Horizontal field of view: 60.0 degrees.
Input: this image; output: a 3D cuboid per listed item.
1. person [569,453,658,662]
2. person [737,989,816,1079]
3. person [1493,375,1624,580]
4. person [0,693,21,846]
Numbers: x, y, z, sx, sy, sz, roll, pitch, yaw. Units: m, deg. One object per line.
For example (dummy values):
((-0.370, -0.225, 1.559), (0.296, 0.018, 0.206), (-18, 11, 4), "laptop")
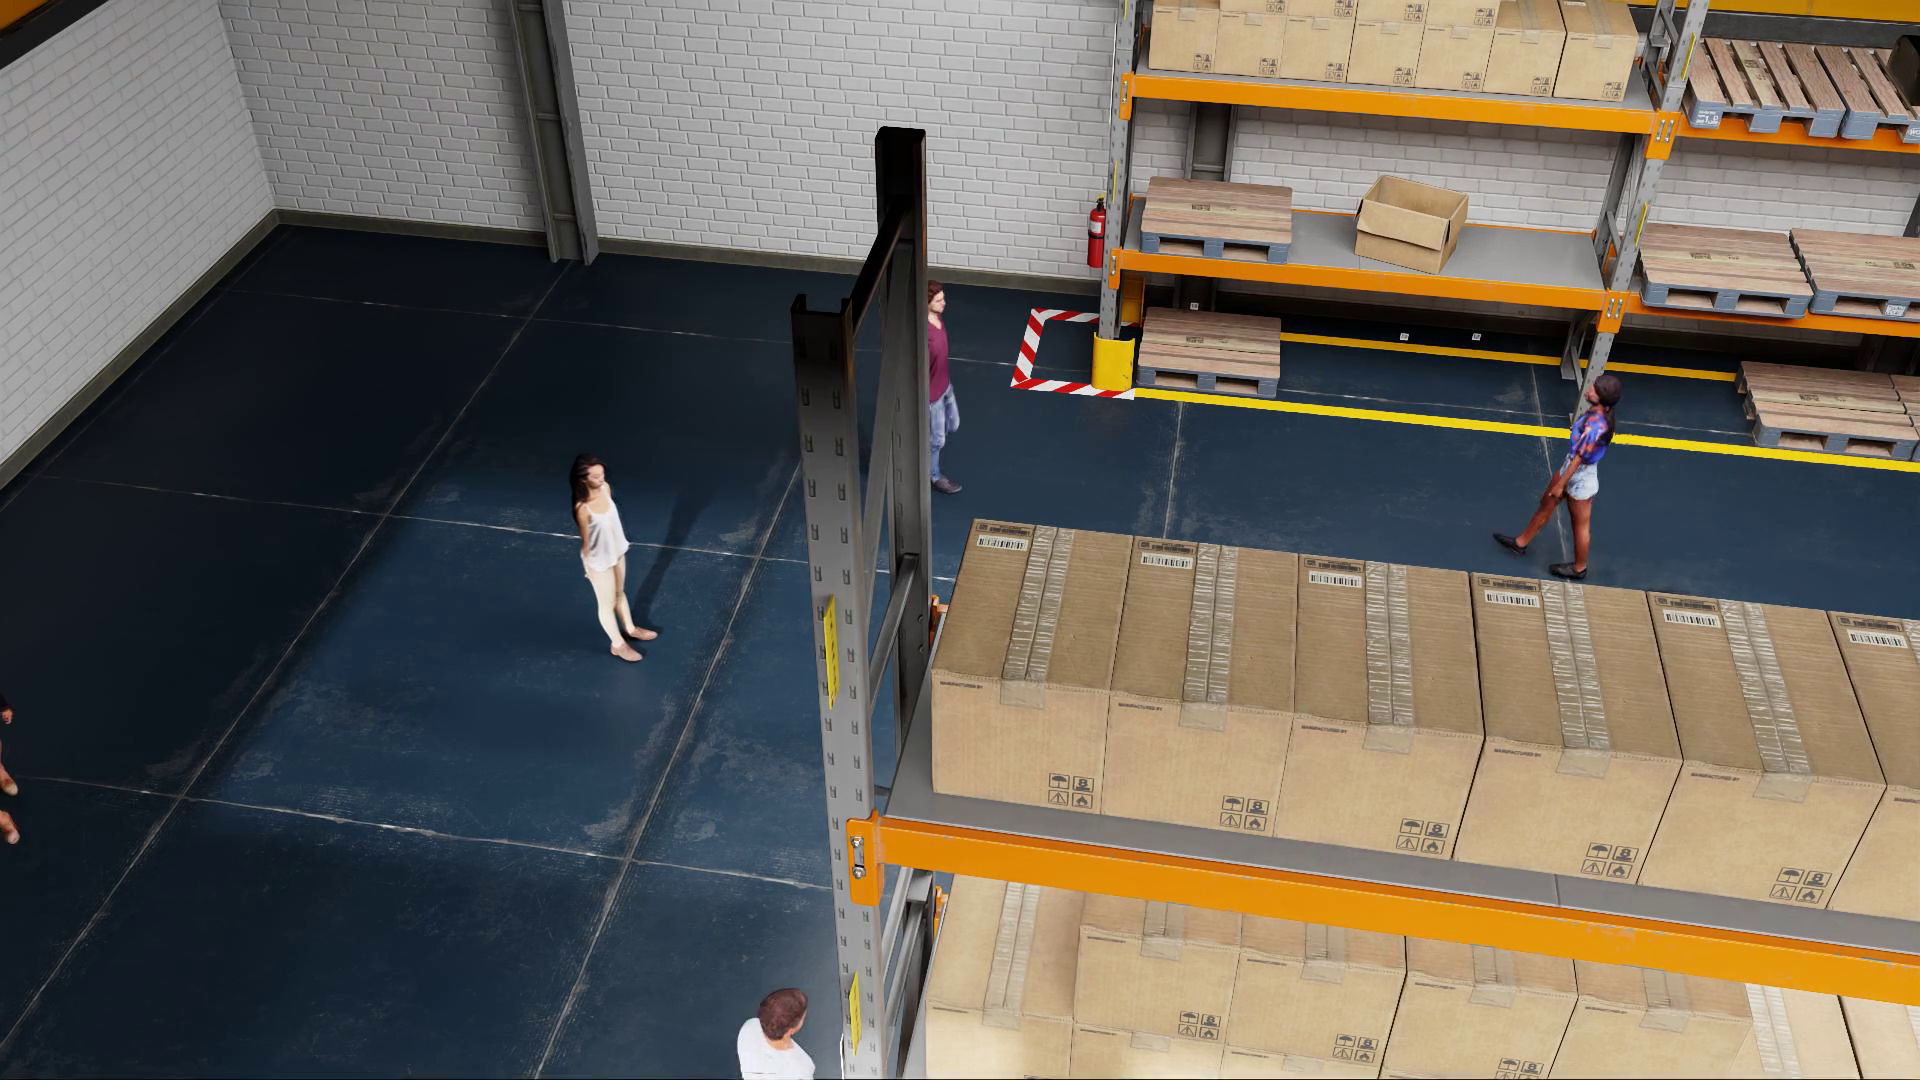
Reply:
((-2.431, 0.099, 11.278), (0.619, 1.654, 0.545), (8, 39, 10), "person")
((-0.922, 2.800, 7.761), (1.144, 1.821, 0.998), (20, 43, 23), "person")
((4.508, -0.408, 11.861), (1.012, 1.719, 0.757), (16, 41, 19), "person")
((-6.079, 1.034, 10.140), (0.899, 1.612, 1.010), (-31, 48, -33), "person")
